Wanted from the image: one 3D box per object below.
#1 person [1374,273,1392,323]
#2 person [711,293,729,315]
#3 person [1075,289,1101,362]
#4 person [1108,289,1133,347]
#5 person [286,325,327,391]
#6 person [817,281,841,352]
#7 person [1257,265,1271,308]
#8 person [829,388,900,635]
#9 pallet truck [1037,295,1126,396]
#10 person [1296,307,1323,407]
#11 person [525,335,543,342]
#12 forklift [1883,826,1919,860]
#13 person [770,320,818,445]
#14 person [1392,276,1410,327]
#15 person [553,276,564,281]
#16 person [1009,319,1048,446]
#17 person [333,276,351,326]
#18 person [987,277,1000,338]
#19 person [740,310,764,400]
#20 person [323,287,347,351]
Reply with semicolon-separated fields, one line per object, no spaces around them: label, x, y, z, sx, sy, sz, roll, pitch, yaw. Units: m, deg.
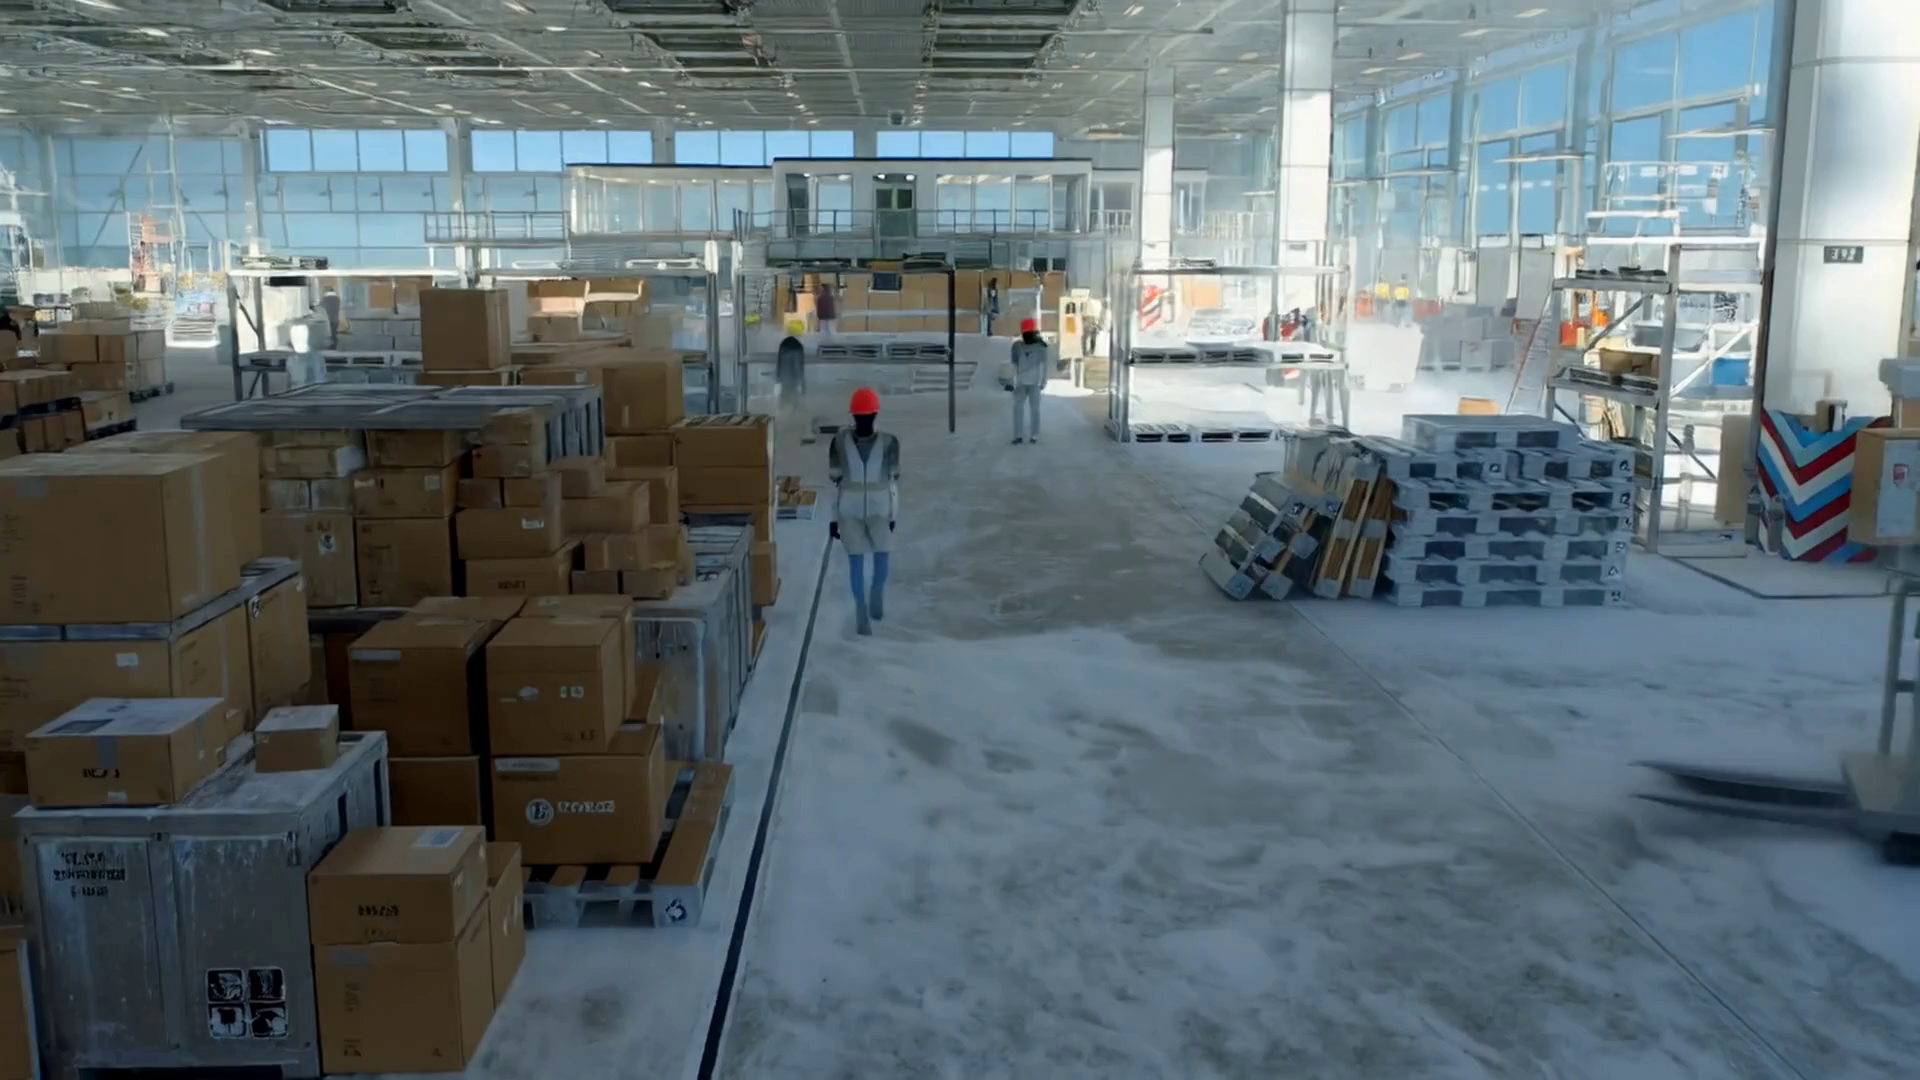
person;14.869;-8.405;58.446;0.649;1.929;0.502;1;10;4
person;-6.279;-5.622;43.588;0.602;1.705;0.902;-5;11;-25
person;3.273;-5.457;42.320;0.661;1.818;0.728;2;10;12
person;4.024;-5.323;41.497;0.622;1.850;1.003;3;11;16
person;-8.618;-1.864;21.960;0.608;1.958;0.376;3;11;18
person;-3.577;-6.022;45.066;0.674;1.977;0.629;9;13;40
person;13.964;-11.647;76.463;0.629;1.953;0.915;2;10;11
person;-0.746;-0.229;12.929;0.552;1.922;0.474;-1;10;-5
pallet truck;2.483;-3.881;33.060;1.885;1.965;0.823;-7;13;-36
person;6.399;-3.342;30.484;0.507;1.847;0.345;4;11;20
person;-5.228;-1.569;20.468;0.623;1.893;0.593;-10;14;-44
forklift;5.611;0.165;8.060;1.873;2.768;1.129;4;11;22
person;-2.581;-2.298;24.581;0.970;1.894;0.632;-6;12;-28
person;14.286;-7.588;53.903;0.561;1.927;0.522;2;10;13
person;-17.537;-10.981;72.962;0.593;1.873;0.520;-1;10;-3
person;0.994;-2.324;24.661;0.605;1.892;0.836;4;11;21
person;-22.267;-8.660;59.704;0.621;2.006;1.011;3;11;19
person;1.074;-7.306;52.348;0.379;1.931;0.625;4;11;22
person;-4.028;-3.533;31.880;0.484;1.728;0.530;7;12;35
person;-16.916;-5.924;44.948;0.980;1.823;0.512;9;13;41
